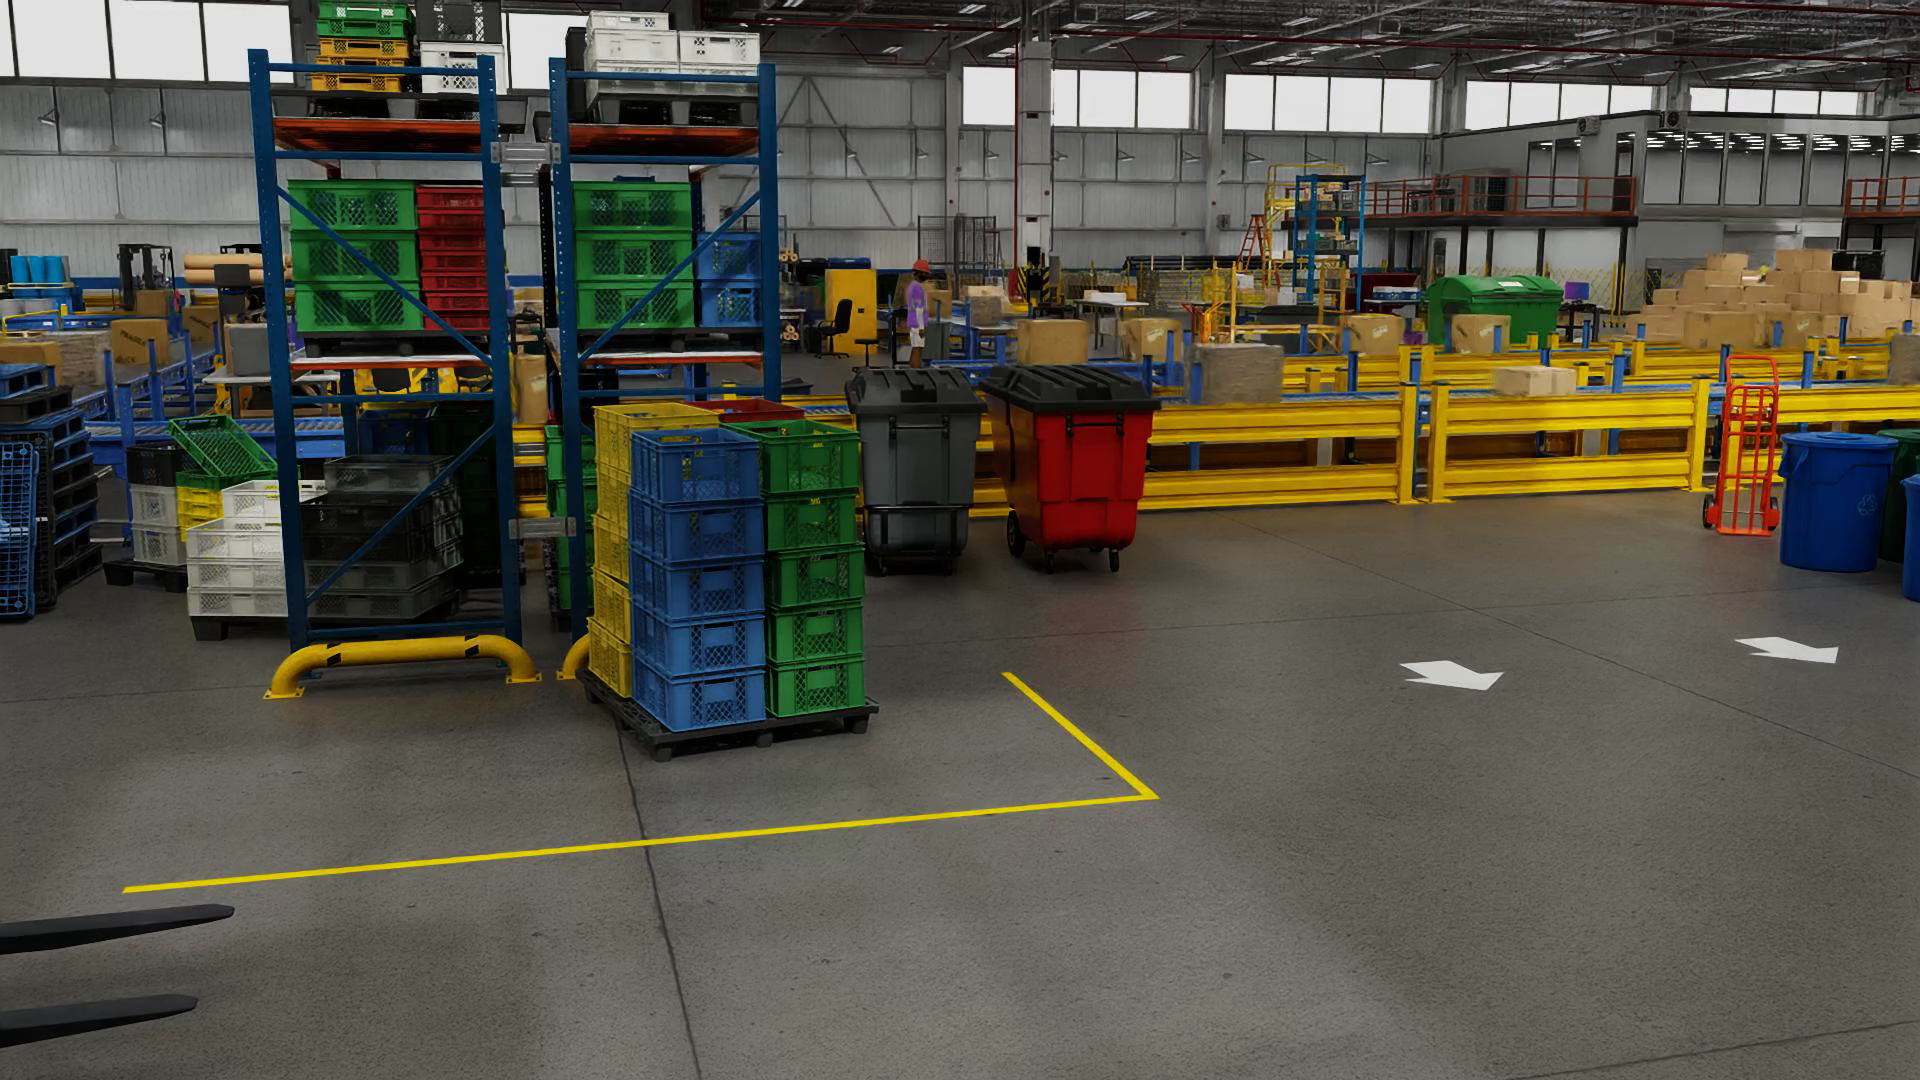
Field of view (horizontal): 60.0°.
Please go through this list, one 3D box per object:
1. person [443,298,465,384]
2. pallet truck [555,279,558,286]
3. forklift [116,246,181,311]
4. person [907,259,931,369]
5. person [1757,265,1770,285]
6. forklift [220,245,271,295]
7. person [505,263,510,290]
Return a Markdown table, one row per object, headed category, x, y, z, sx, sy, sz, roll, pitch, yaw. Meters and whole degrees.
| category | x | y | z | sx | sy | sz | roll | pitch | yaw |
| --- | --- | --- | --- | --- | --- | --- | --- | --- | --- |
| person | -7.580 | -3.119 | 24.573 | 0.711 | 1.858 | 0.952 | -7 | 12 | -35 |
| pallet truck | -10.604 | -6.375 | 44.520 | 0.653 | 1.274 | 1.630 | -3 | 10 | -15 |
| forklift | -19.966 | -6.232 | 40.894 | 1.157 | 1.987 | 2.680 | -3 | 10 | -15 |
| person | -0.600 | -3.204 | 24.783 | 0.364 | 1.933 | 0.543 | -2 | 10 | -11 |
| person | 14.527 | -4.071 | 30.133 | 0.614 | 1.778 | 0.947 | -4 | 11 | -20 |
| forklift | -17.749 | -6.334 | 41.440 | 1.157 | 1.987 | 2.680 | -3 | 10 | -17 |
| person | -10.822 | -5.723 | 39.513 | 0.316 | 1.769 | 0.523 | -7 | 12 | -34 |
